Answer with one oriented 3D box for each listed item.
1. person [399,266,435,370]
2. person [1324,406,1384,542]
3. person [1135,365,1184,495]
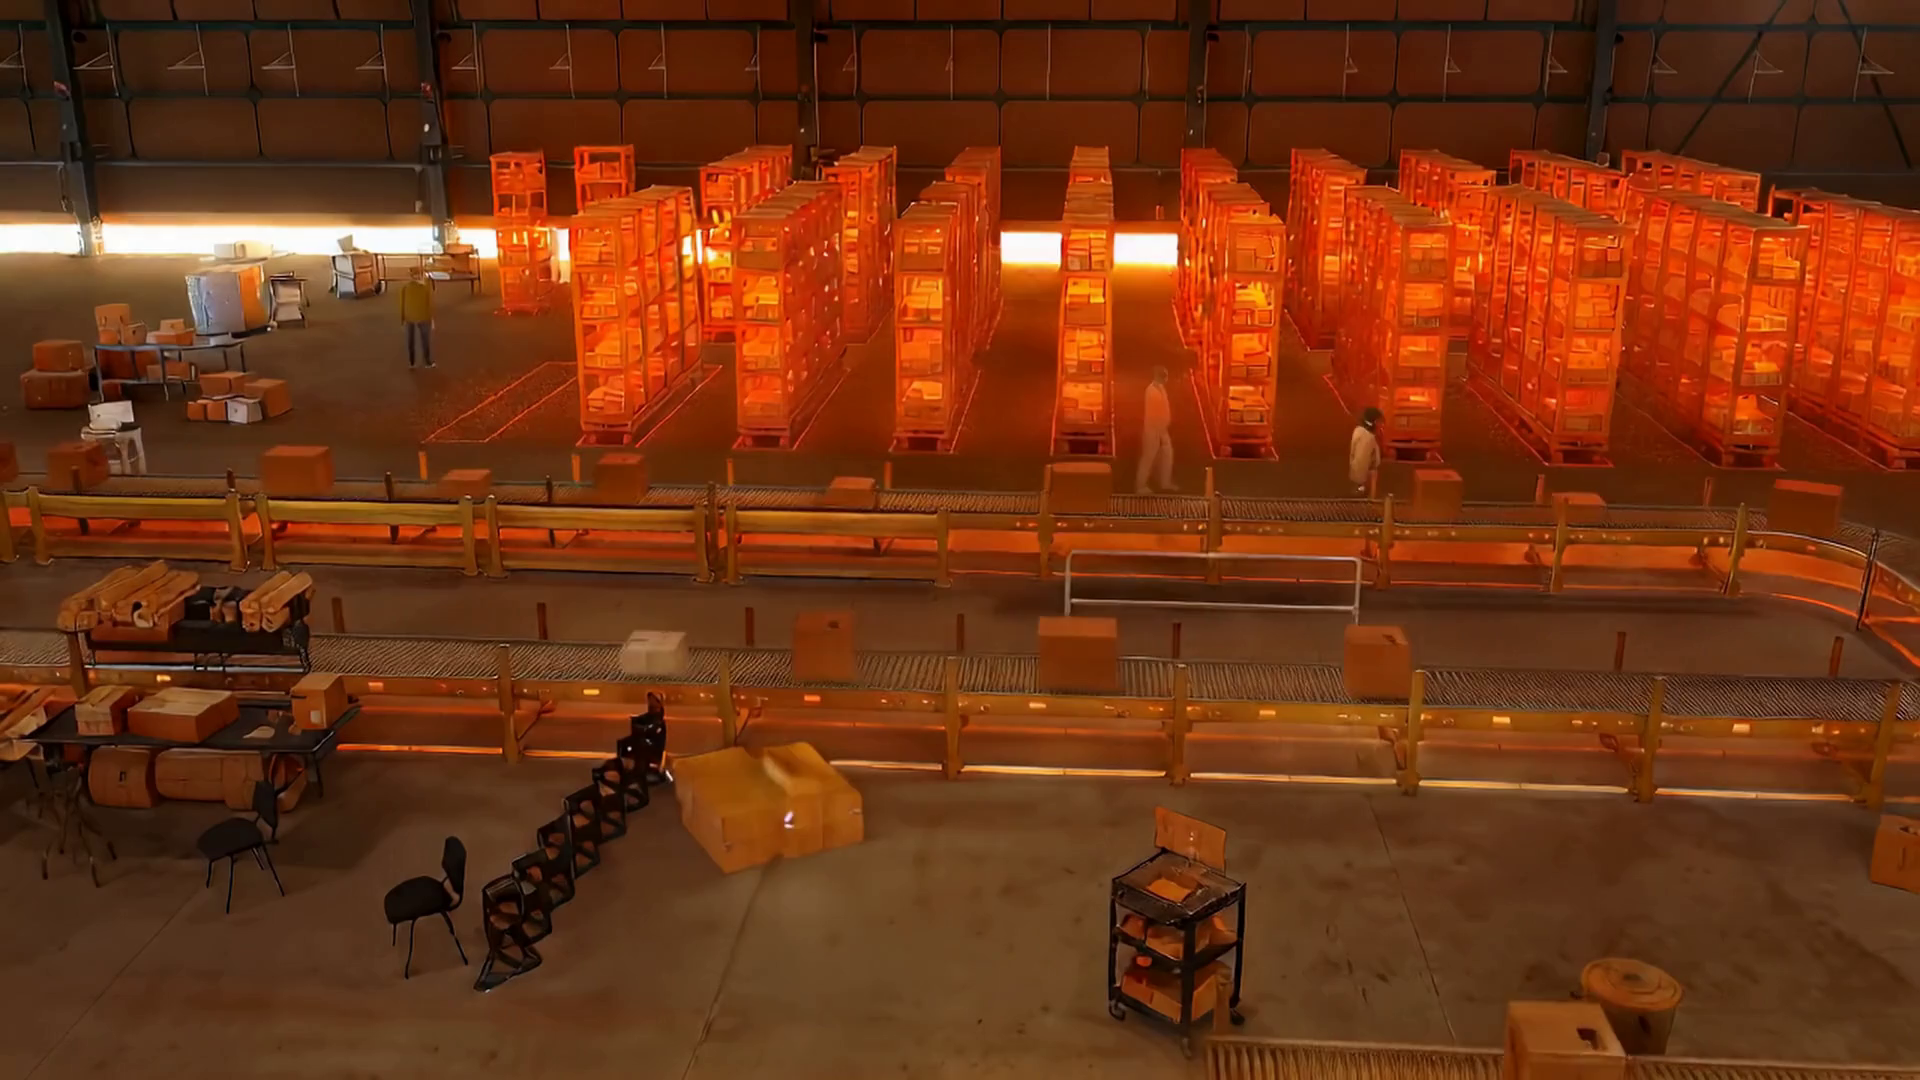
[{"bbox_3d":[-10.341,-4.232,31.758,0.629,1.982,0.423,-2,18,-8],"label":"person"},{"bbox_3d":[5.116,-0.857,21.344,0.860,1.805,0.600,2,18,8],"label":"person"},{"bbox_3d":[2.850,-1.512,23.300,0.811,1.875,0.647,4,18,14],"label":"person"}]
